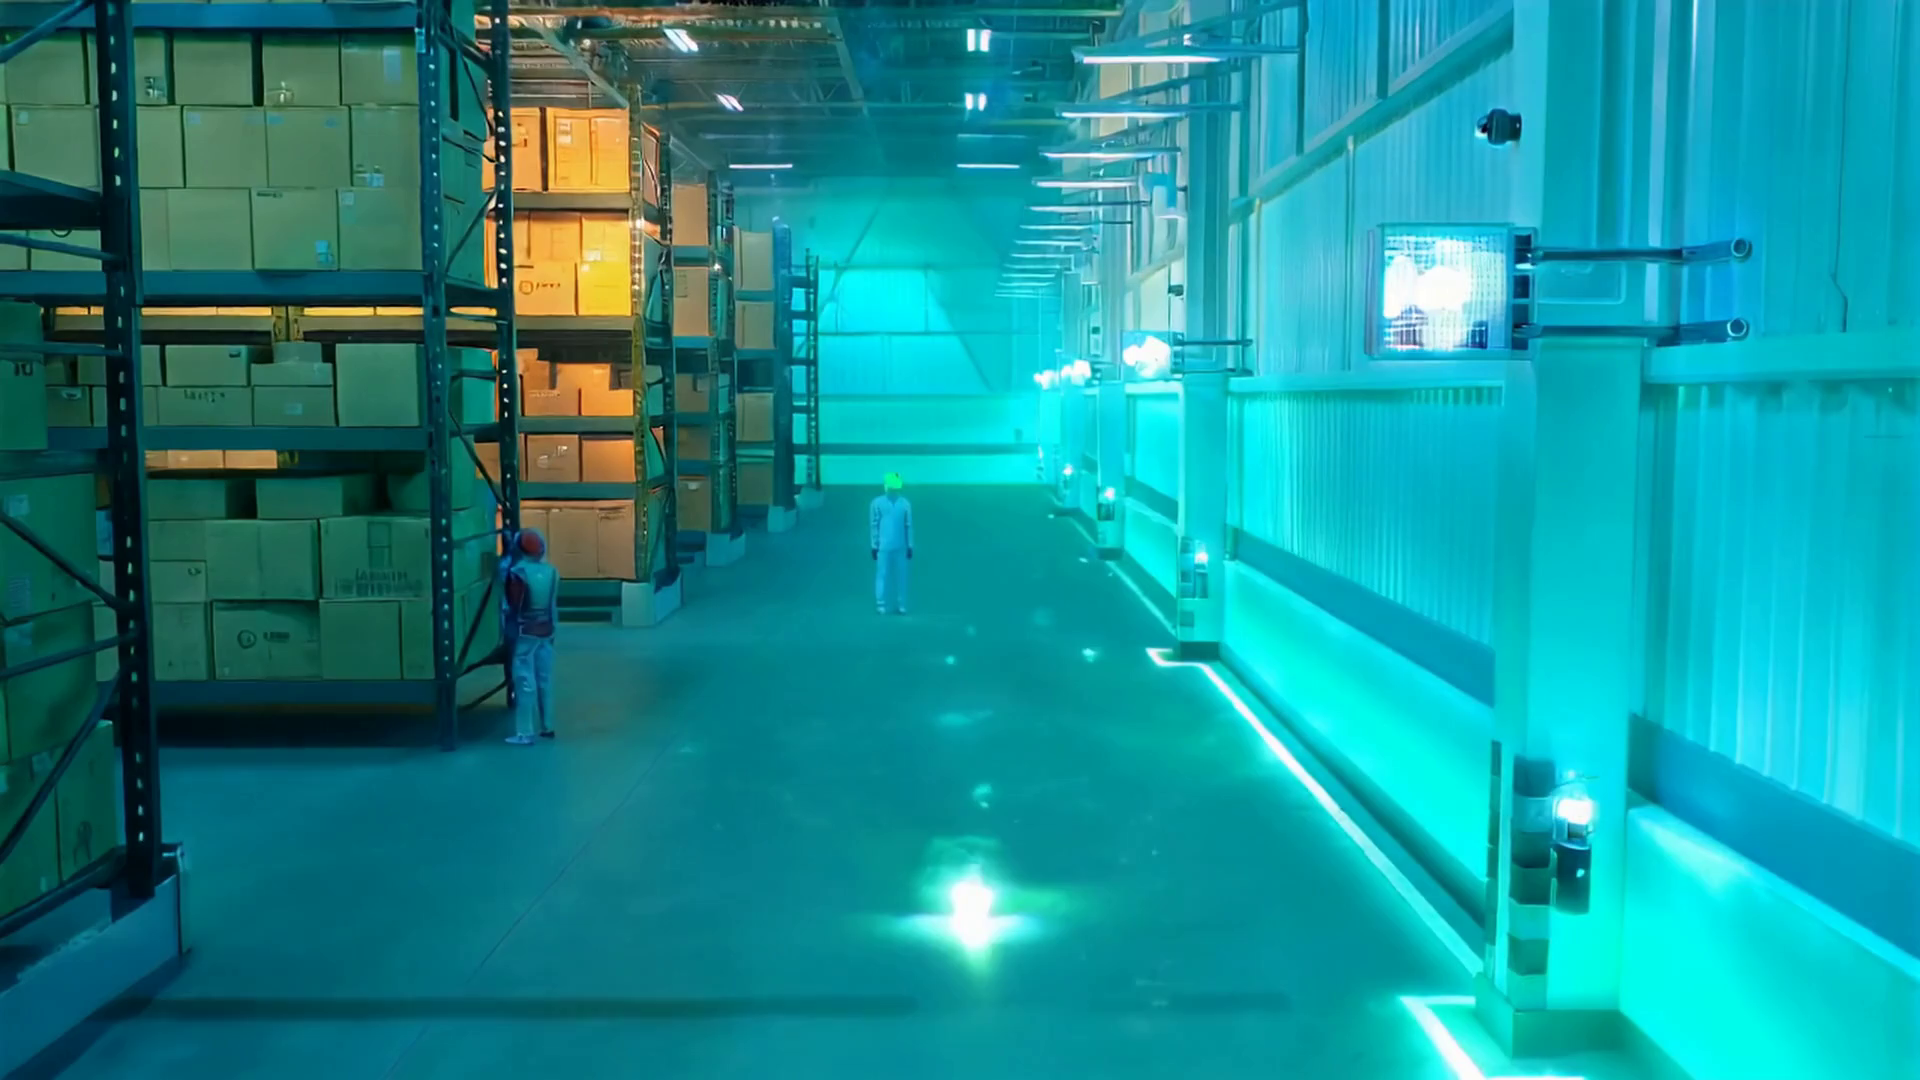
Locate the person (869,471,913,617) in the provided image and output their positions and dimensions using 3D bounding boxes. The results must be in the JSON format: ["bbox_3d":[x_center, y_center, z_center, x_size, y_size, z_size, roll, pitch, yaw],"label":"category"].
[{"bbox_3d":[-0.807,0.050,19.869,0.566,1.744,0.349,-3,6,-29],"label":"person"}]

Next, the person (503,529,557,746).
[{"bbox_3d":[-3.240,0.732,12.583,0.321,1.631,0.526,3,6,28],"label":"person"}]
